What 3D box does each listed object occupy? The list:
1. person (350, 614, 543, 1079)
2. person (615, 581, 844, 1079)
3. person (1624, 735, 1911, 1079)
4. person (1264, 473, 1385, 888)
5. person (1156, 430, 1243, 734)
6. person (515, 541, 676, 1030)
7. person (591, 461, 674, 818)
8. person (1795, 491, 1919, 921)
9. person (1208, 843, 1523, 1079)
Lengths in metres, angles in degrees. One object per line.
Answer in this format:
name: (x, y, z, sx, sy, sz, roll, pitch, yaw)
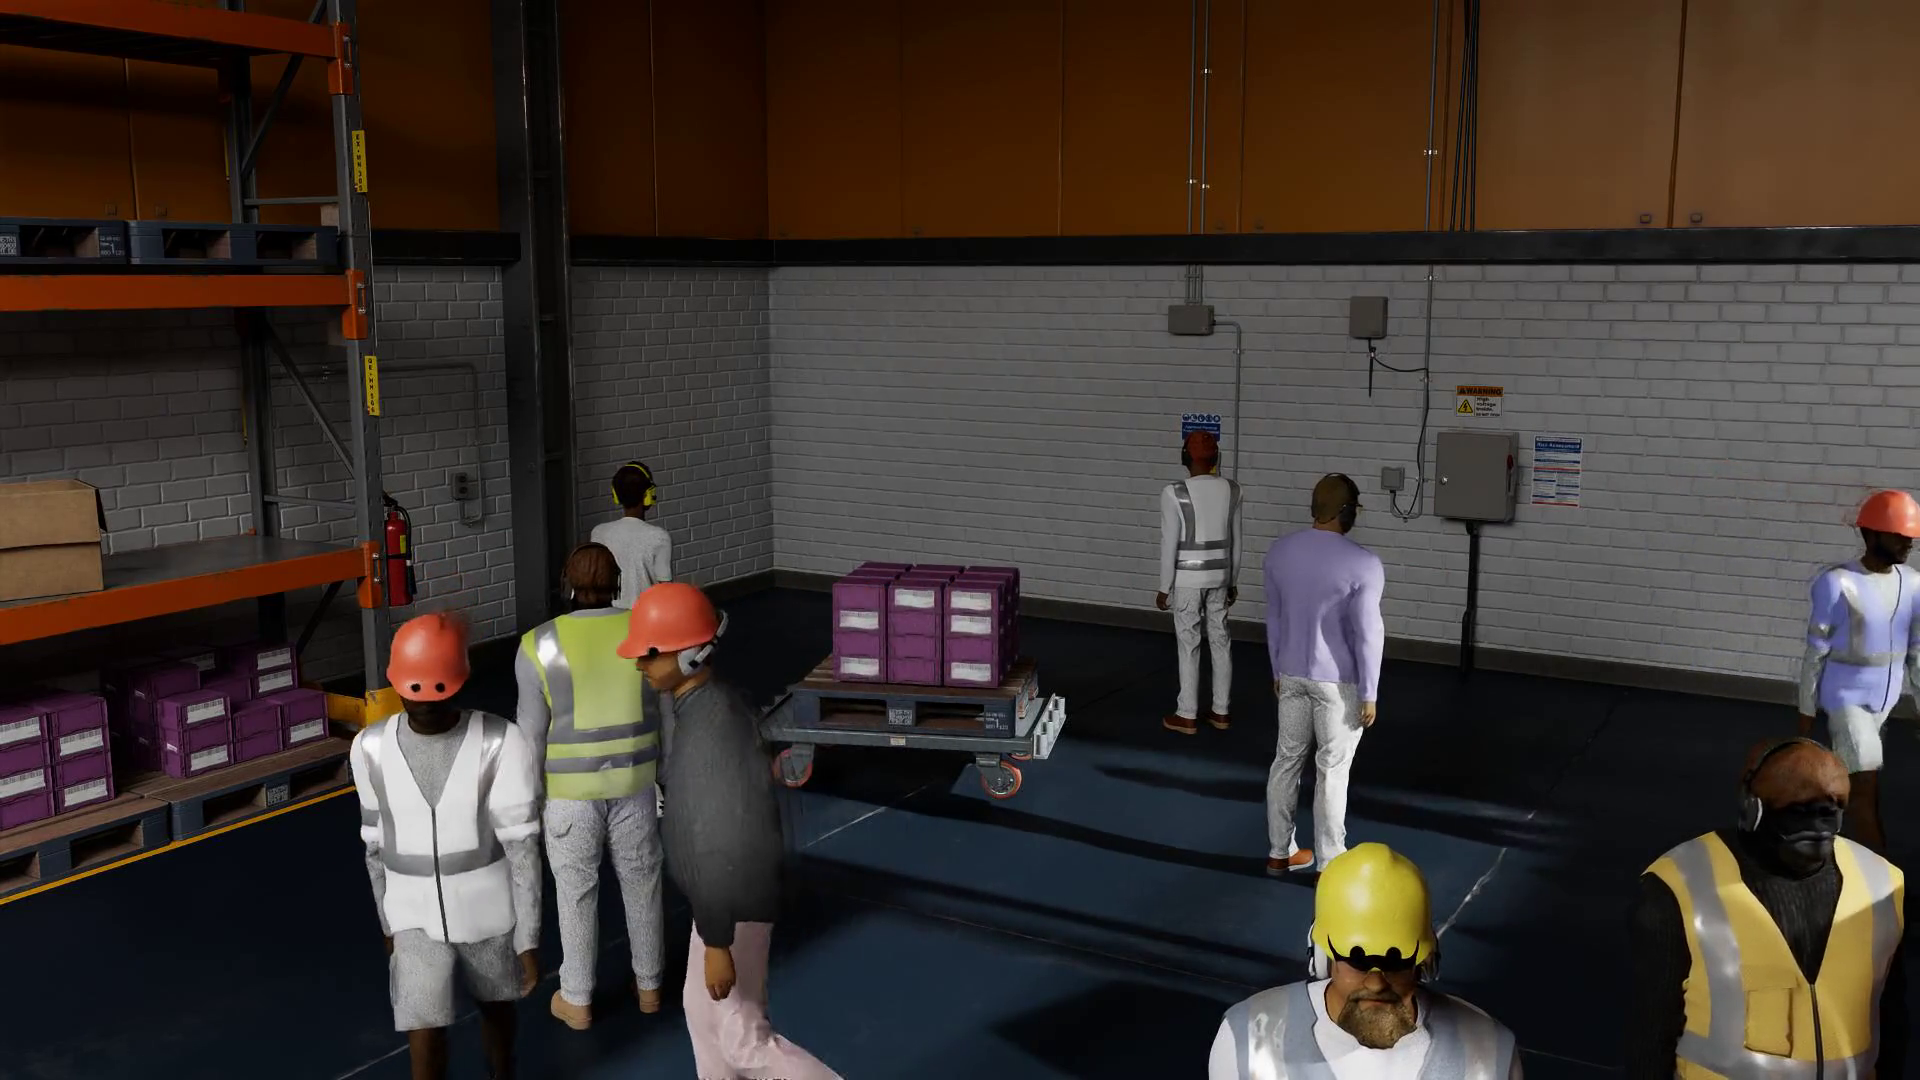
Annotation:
person: (-1.526, 1.108, 5.060, 0.560, 1.880, 1.022, -1, 9, -7)
person: (-0.582, 1.078, 4.997, 0.831, 1.957, 0.656, -1, 9, -3)
person: (1.824, 1.331, 3.786, 0.621, 1.835, 0.430, 0, 9, -1)
person: (1.677, 0.651, 7.701, 0.359, 1.933, 0.625, -9, 13, -43)
person: (1.478, 0.260, 10.291, 0.575, 1.882, 0.359, -4, 10, -23)
person: (-1.369, 0.919, 6.305, 0.633, 1.841, 0.429, -5, 10, -28)
person: (-1.674, 0.520, 8.697, 0.516, 1.876, 0.327, 3, 10, 19)
person: (4.105, 0.714, 7.467, 0.566, 1.879, 1.002, -3, 10, -18)
person: (0.735, 1.440, 3.079, 0.591, 1.833, 0.403, 0, 9, 3)
